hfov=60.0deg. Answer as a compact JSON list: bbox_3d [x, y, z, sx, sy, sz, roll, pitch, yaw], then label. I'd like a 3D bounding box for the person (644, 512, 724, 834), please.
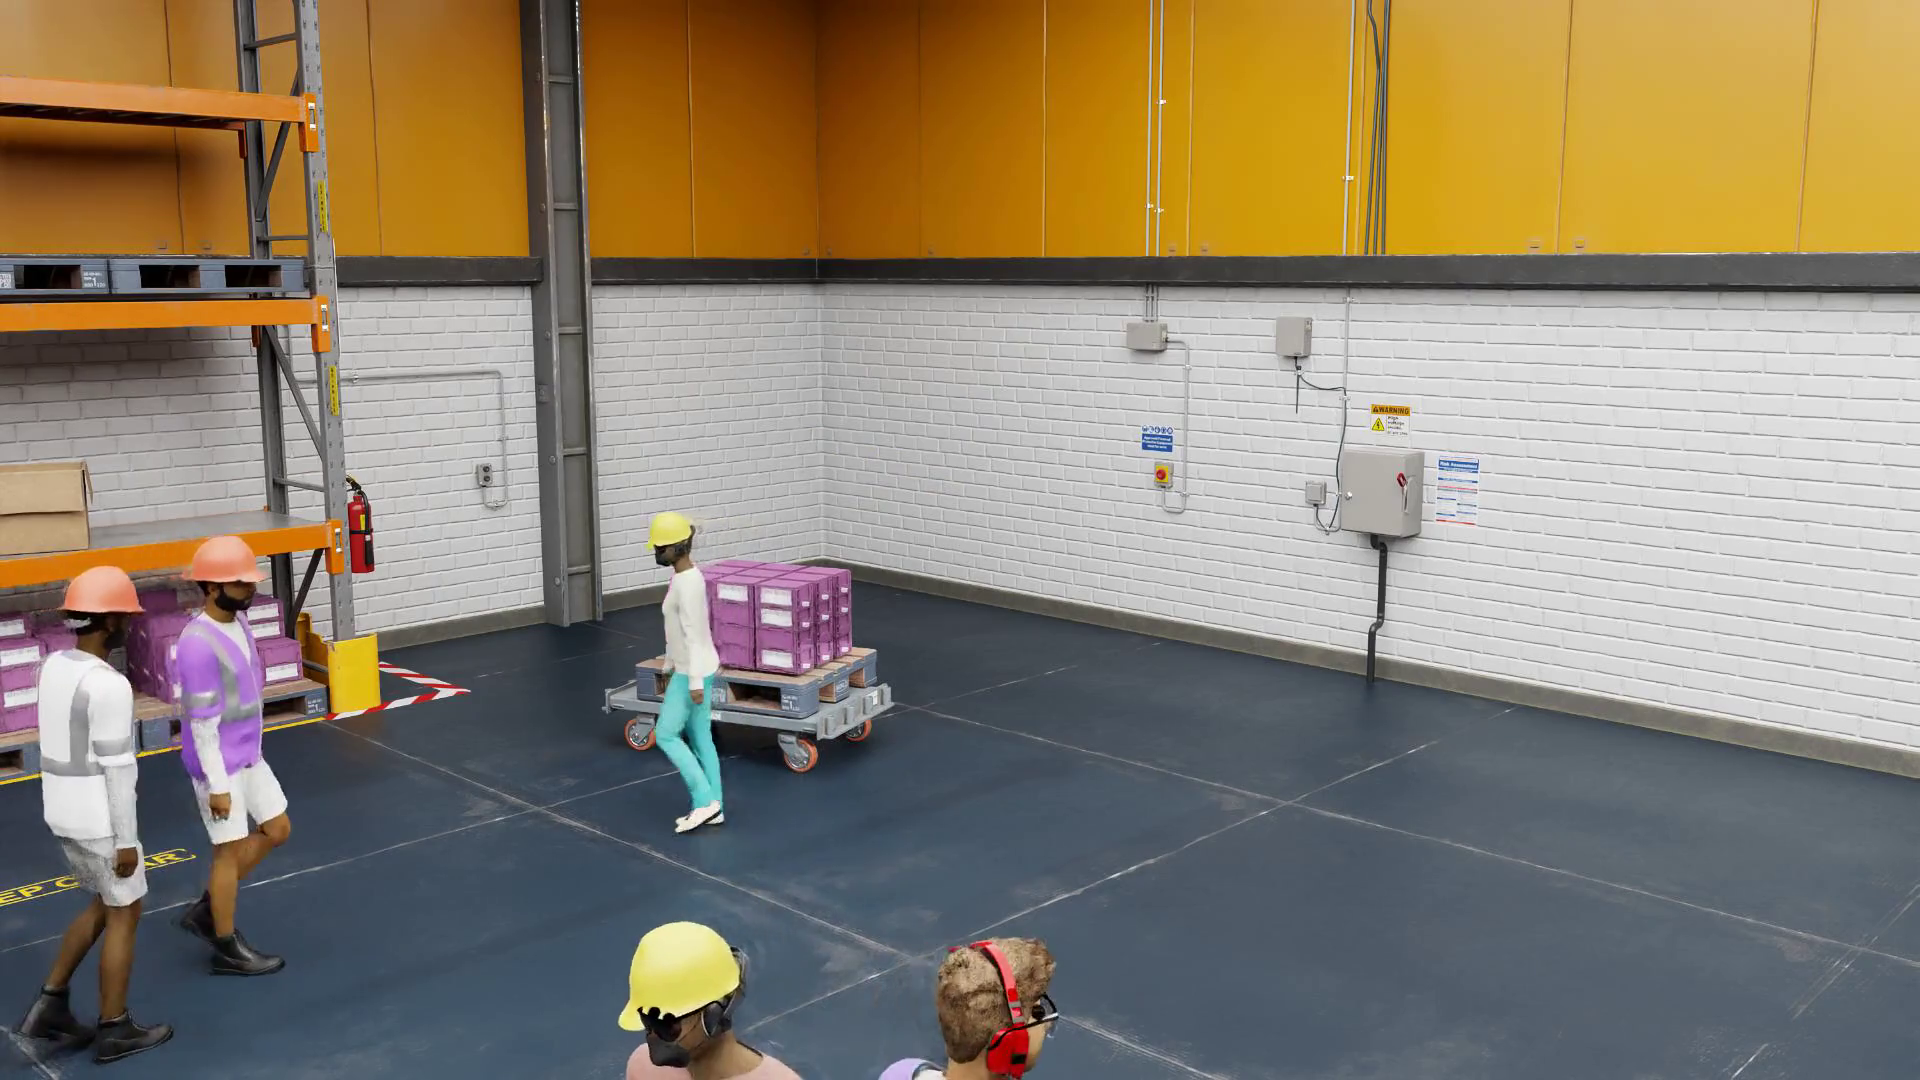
[{"bbox_3d":[-1.473,0.710,9.000,0.425,1.736,0.524,-1,9,-3],"label":"person"}]

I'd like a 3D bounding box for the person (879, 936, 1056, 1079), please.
[{"bbox_3d":[0.061,1.623,3.218,0.958,1.789,0.588,-6,11,-34],"label":"person"}]

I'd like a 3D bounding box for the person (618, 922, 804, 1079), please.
[{"bbox_3d":[-0.440,1.602,3.620,0.576,1.703,0.916,7,12,37],"label":"person"}]

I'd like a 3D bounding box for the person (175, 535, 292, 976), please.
[{"bbox_3d":[-3.100,0.929,7.083,0.422,1.922,0.563,-1,9,-4],"label":"person"}]

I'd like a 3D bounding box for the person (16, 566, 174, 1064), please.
[{"bbox_3d":[-3.327,1.058,6.384,0.557,1.910,0.551,7,11,36],"label":"person"}]
